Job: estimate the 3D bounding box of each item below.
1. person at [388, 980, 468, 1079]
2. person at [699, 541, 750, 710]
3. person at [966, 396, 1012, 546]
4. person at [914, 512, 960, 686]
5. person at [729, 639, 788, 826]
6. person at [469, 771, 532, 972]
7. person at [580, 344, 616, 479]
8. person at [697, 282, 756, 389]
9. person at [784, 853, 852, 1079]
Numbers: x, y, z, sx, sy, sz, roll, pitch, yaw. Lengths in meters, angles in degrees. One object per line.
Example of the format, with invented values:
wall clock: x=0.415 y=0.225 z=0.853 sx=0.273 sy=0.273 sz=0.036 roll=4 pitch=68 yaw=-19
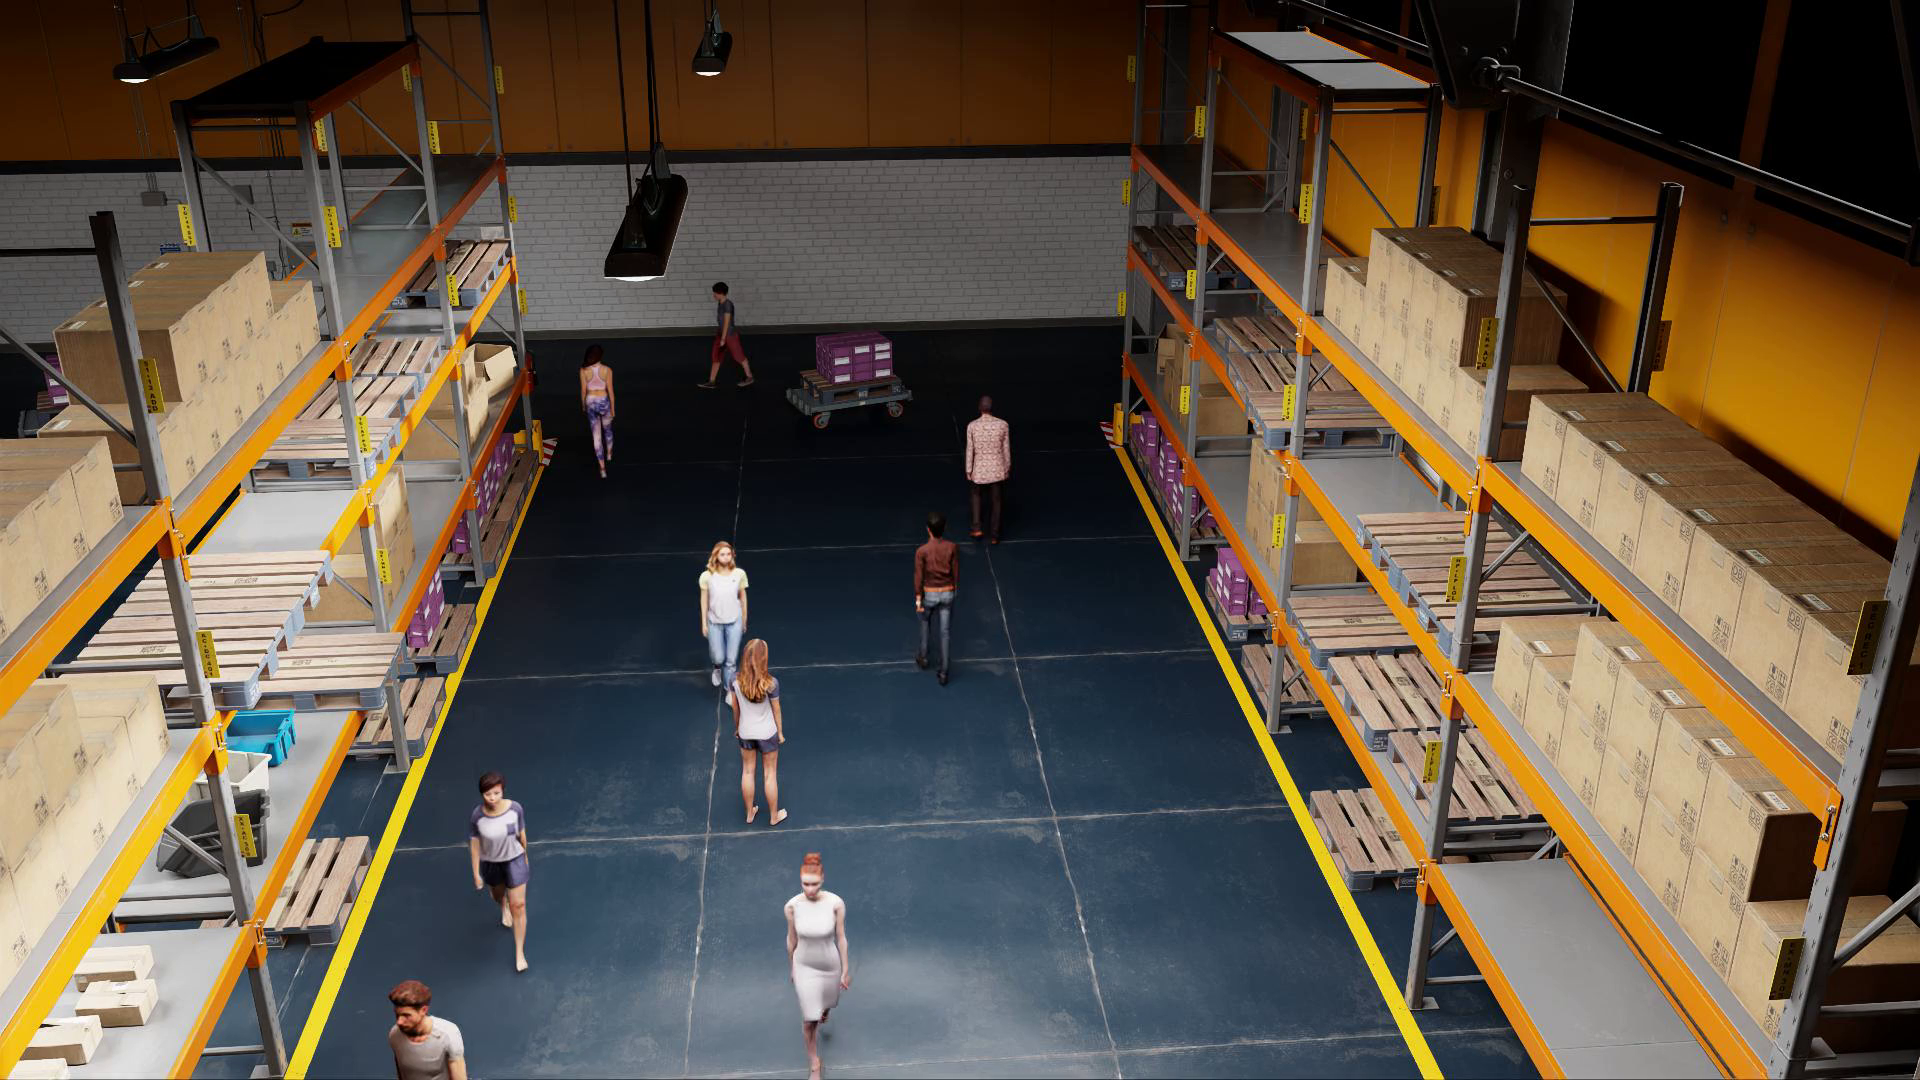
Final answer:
person: x=-3.071 y=3.368 z=9.993 sx=0.818 sy=1.853 sz=1.273 roll=1 pitch=24 yaw=3
person: x=-2.303 y=0.778 z=16.094 sx=0.756 sy=1.712 sz=0.906 roll=-8 pitch=25 yaw=-18
person: x=0.347 y=-0.782 z=19.564 sx=0.703 sy=1.791 sz=0.625 roll=-1 pitch=24 yaw=-2
person: x=-0.189 y=0.604 z=16.434 sx=0.723 sy=1.757 sz=0.878 roll=-5 pitch=24 yaw=-11
person: x=-1.717 y=1.637 z=14.112 sx=0.664 sy=1.725 sz=0.650 roll=6 pitch=24 yaw=13
person: x=-3.476 y=2.406 z=12.603 sx=0.710 sy=1.524 sz=1.084 roll=-7 pitch=24 yaw=-15
person: x=-4.702 y=-1.650 z=21.642 sx=0.738 sy=1.716 sz=1.216 roll=-7 pitch=25 yaw=-15
person: x=-3.409 y=-3.048 z=24.978 sx=0.996 sy=1.607 sz=1.142 roll=-13 pitch=27 yaw=-28
person: x=-0.941 y=2.853 z=11.270 sx=0.577 sy=1.774 sz=0.974 roll=-2 pitch=24 yaw=-4
